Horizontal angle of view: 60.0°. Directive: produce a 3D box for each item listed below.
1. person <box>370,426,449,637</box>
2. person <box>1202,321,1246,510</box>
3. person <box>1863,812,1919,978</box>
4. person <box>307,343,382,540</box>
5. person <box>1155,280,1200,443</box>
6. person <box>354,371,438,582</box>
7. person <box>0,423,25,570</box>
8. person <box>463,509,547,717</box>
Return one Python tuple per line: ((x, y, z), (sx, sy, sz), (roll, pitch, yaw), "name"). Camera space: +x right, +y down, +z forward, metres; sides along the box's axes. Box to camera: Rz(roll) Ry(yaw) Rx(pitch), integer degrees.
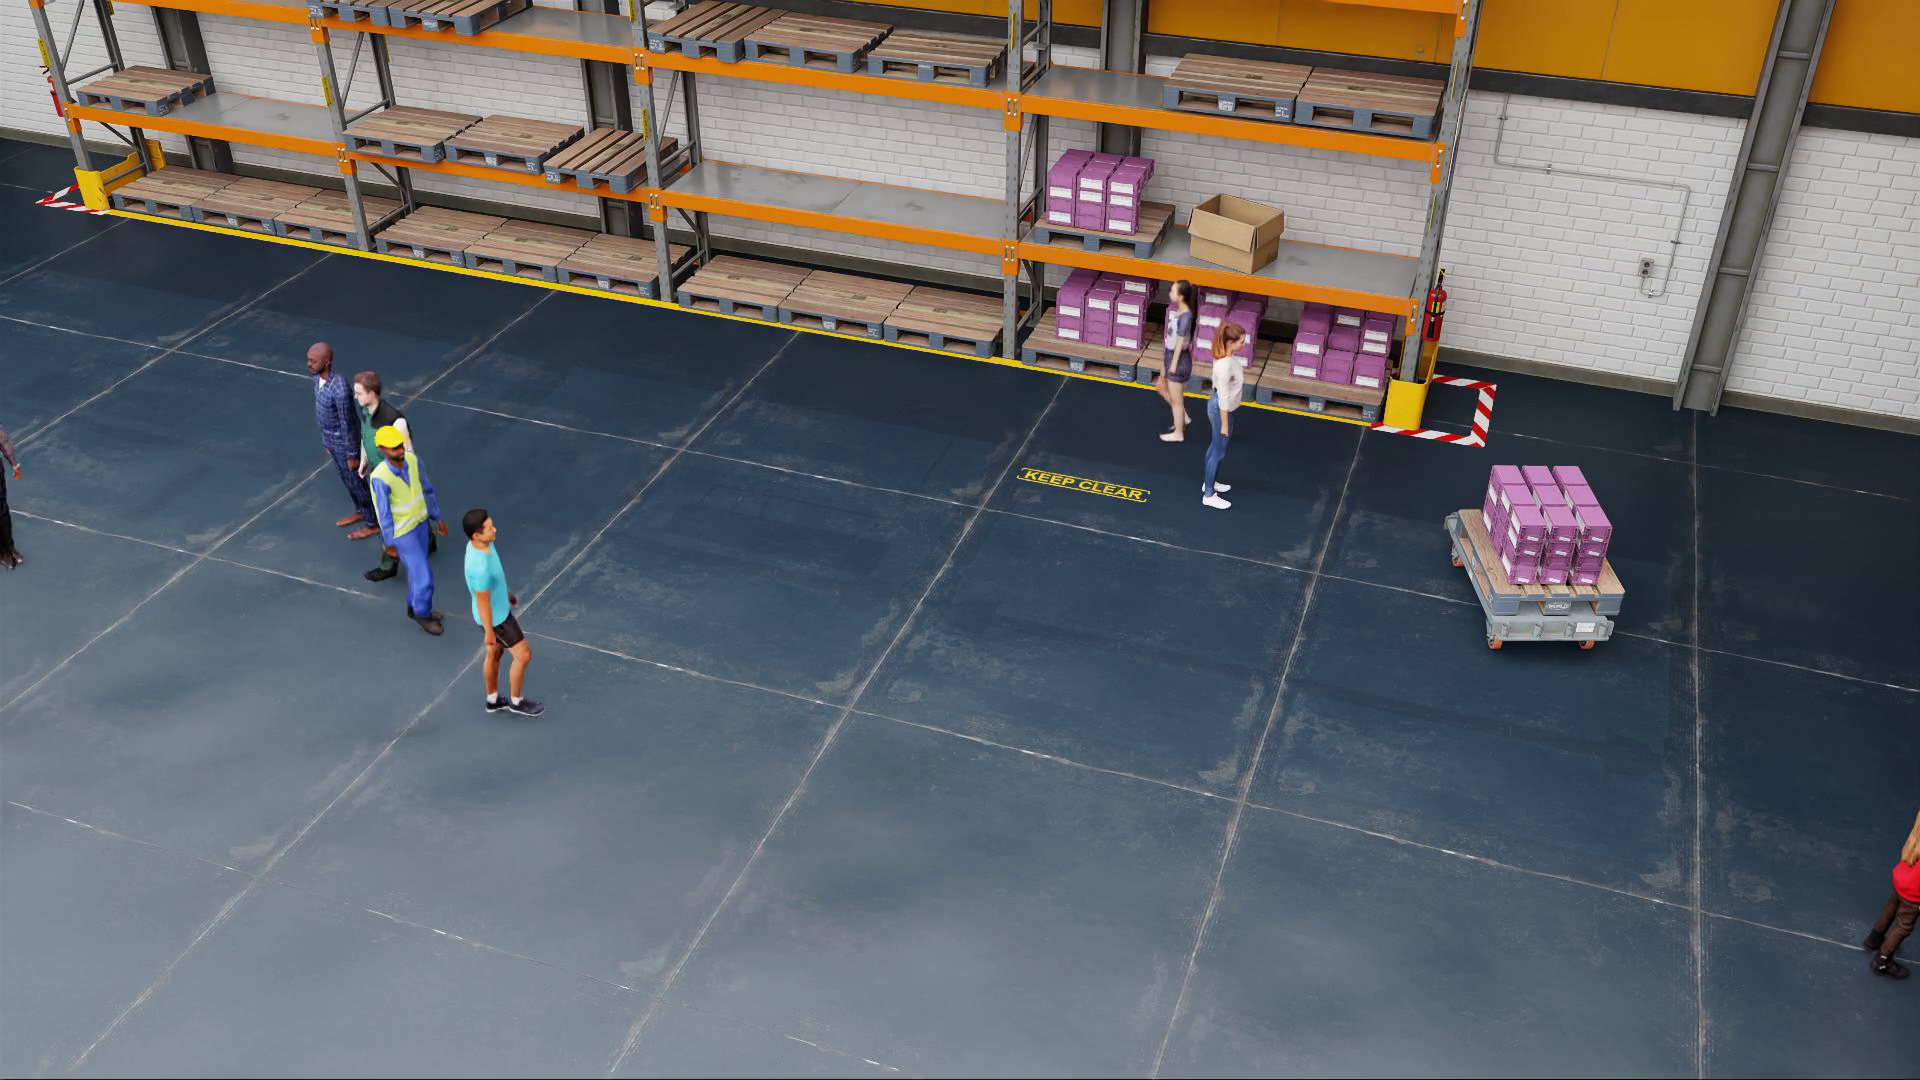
((-4.370, -0.117, 12.987), (0.652, 1.802, 0.656), (11, 35, 16), "person")
((2.287, -1.114, 14.549), (0.590, 1.733, 0.648), (5, 34, 7), "person")
((5.800, 2.103, 10.115), (0.543, 1.282, 0.524), (4, 34, 6), "person")
((-5.230, -0.869, 14.103), (0.815, 1.817, 0.711), (-25, 41, -32), "person")
((2.109, -1.636, 15.418), (0.667, 1.640, 0.659), (3, 34, 5), "person")
((-4.610, -0.602, 13.707), (1.001, 1.811, 0.937), (28, 43, 35), "person")
((-8.111, -0.591, 13.738), (0.740, 1.759, 0.762), (22, 39, 29), "person")
((-3.464, 0.554, 12.015), (0.834, 1.760, 0.783), (-10, 35, -14), "person")
